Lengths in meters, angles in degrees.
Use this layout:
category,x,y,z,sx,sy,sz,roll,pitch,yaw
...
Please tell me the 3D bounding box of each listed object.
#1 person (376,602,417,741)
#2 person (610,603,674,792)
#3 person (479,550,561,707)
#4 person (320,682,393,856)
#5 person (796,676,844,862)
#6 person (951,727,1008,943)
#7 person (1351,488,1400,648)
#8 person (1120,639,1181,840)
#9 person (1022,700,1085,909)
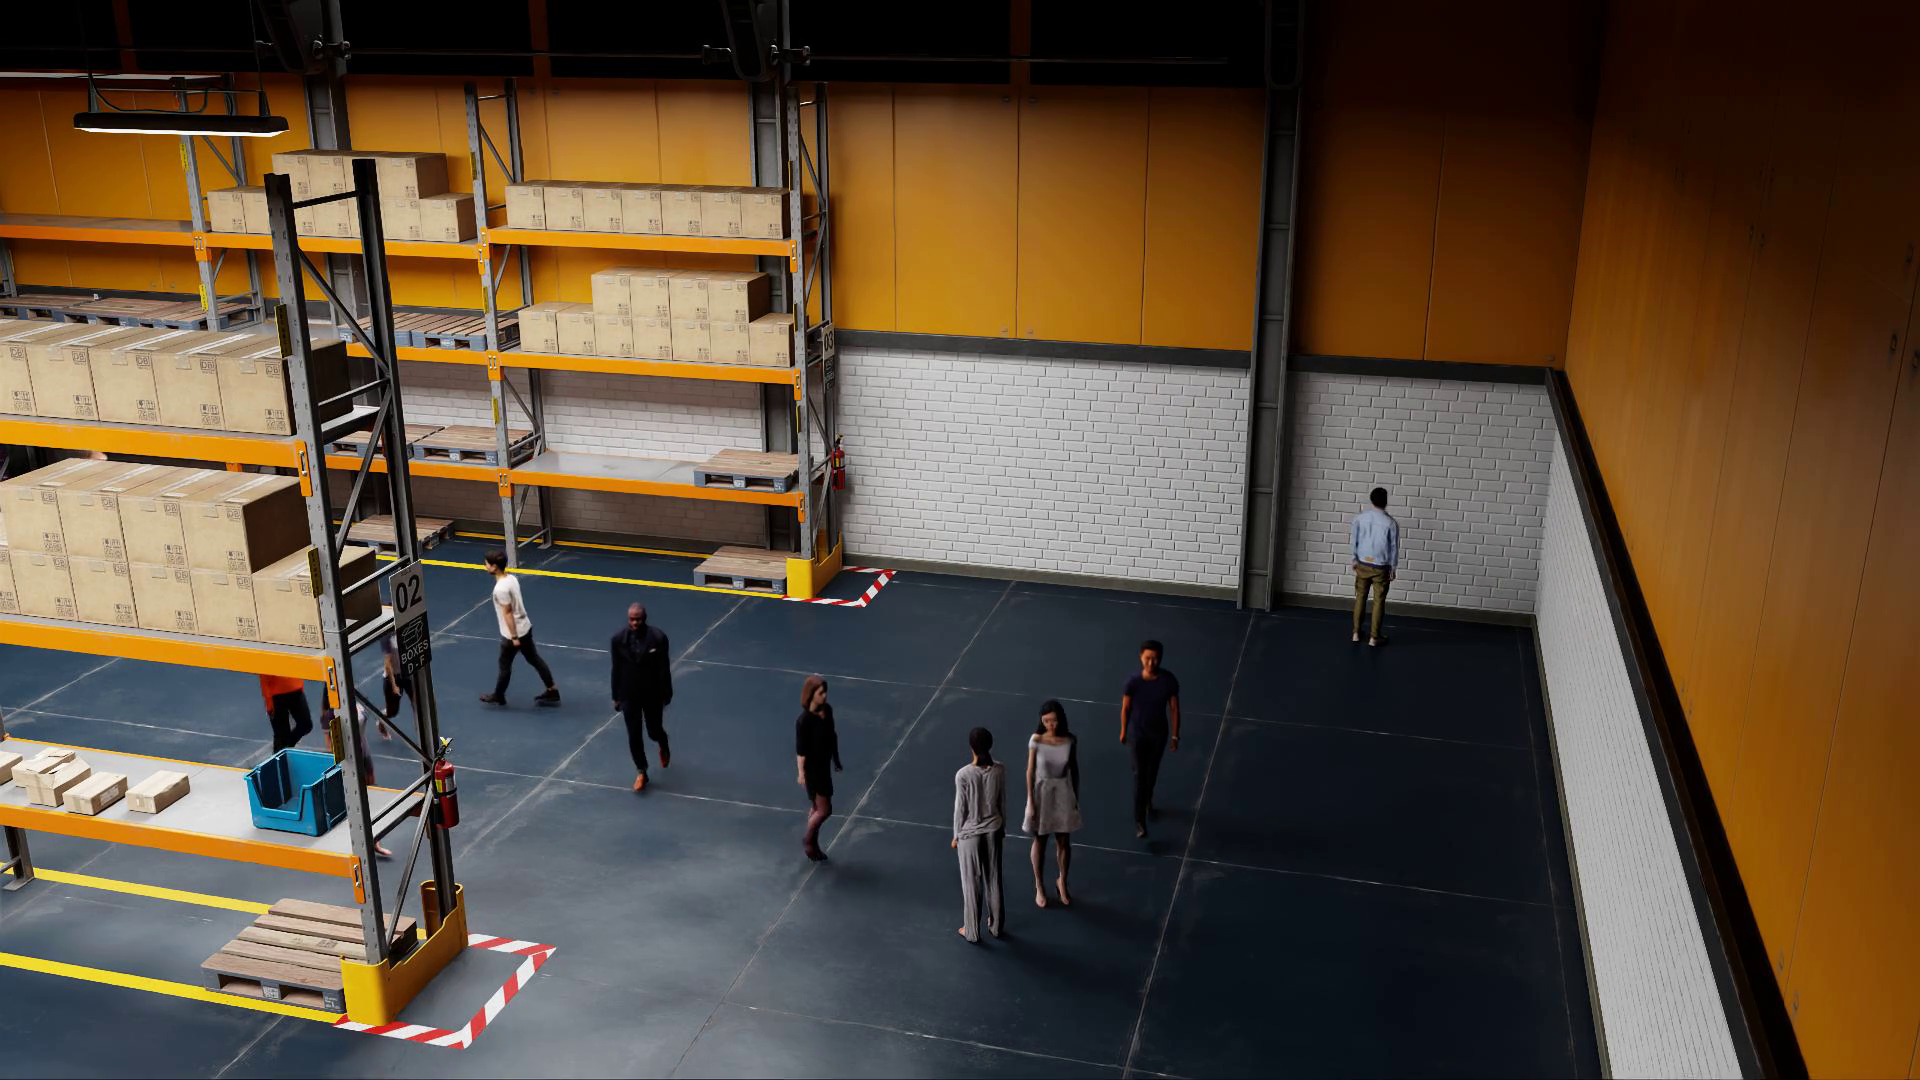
category,x,y,z,sx,sy,sz,roll,pitch,yaw
person,-5.425,1.306,16.002,1.012,1.542,0.779,14,23,35
person,-2.908,1.394,15.331,0.860,1.803,0.854,1,19,4
person,-4.454,0.929,16.931,1.104,1.664,0.788,1,19,3
person,-5.219,1.873,14.056,1.004,1.709,0.683,7,20,21
person,-1.272,1.914,13.956,0.619,1.695,0.631,9,20,24
person,0.160,2.262,12.801,0.655,1.773,0.737,-8,20,-22
person,4.622,0.291,18.598,0.638,1.808,0.813,14,23,37
person,1.662,1.678,14.588,1.111,1.738,0.878,1,19,3
person,0.714,2.096,13.291,0.694,1.775,0.802,-4,19,-12
